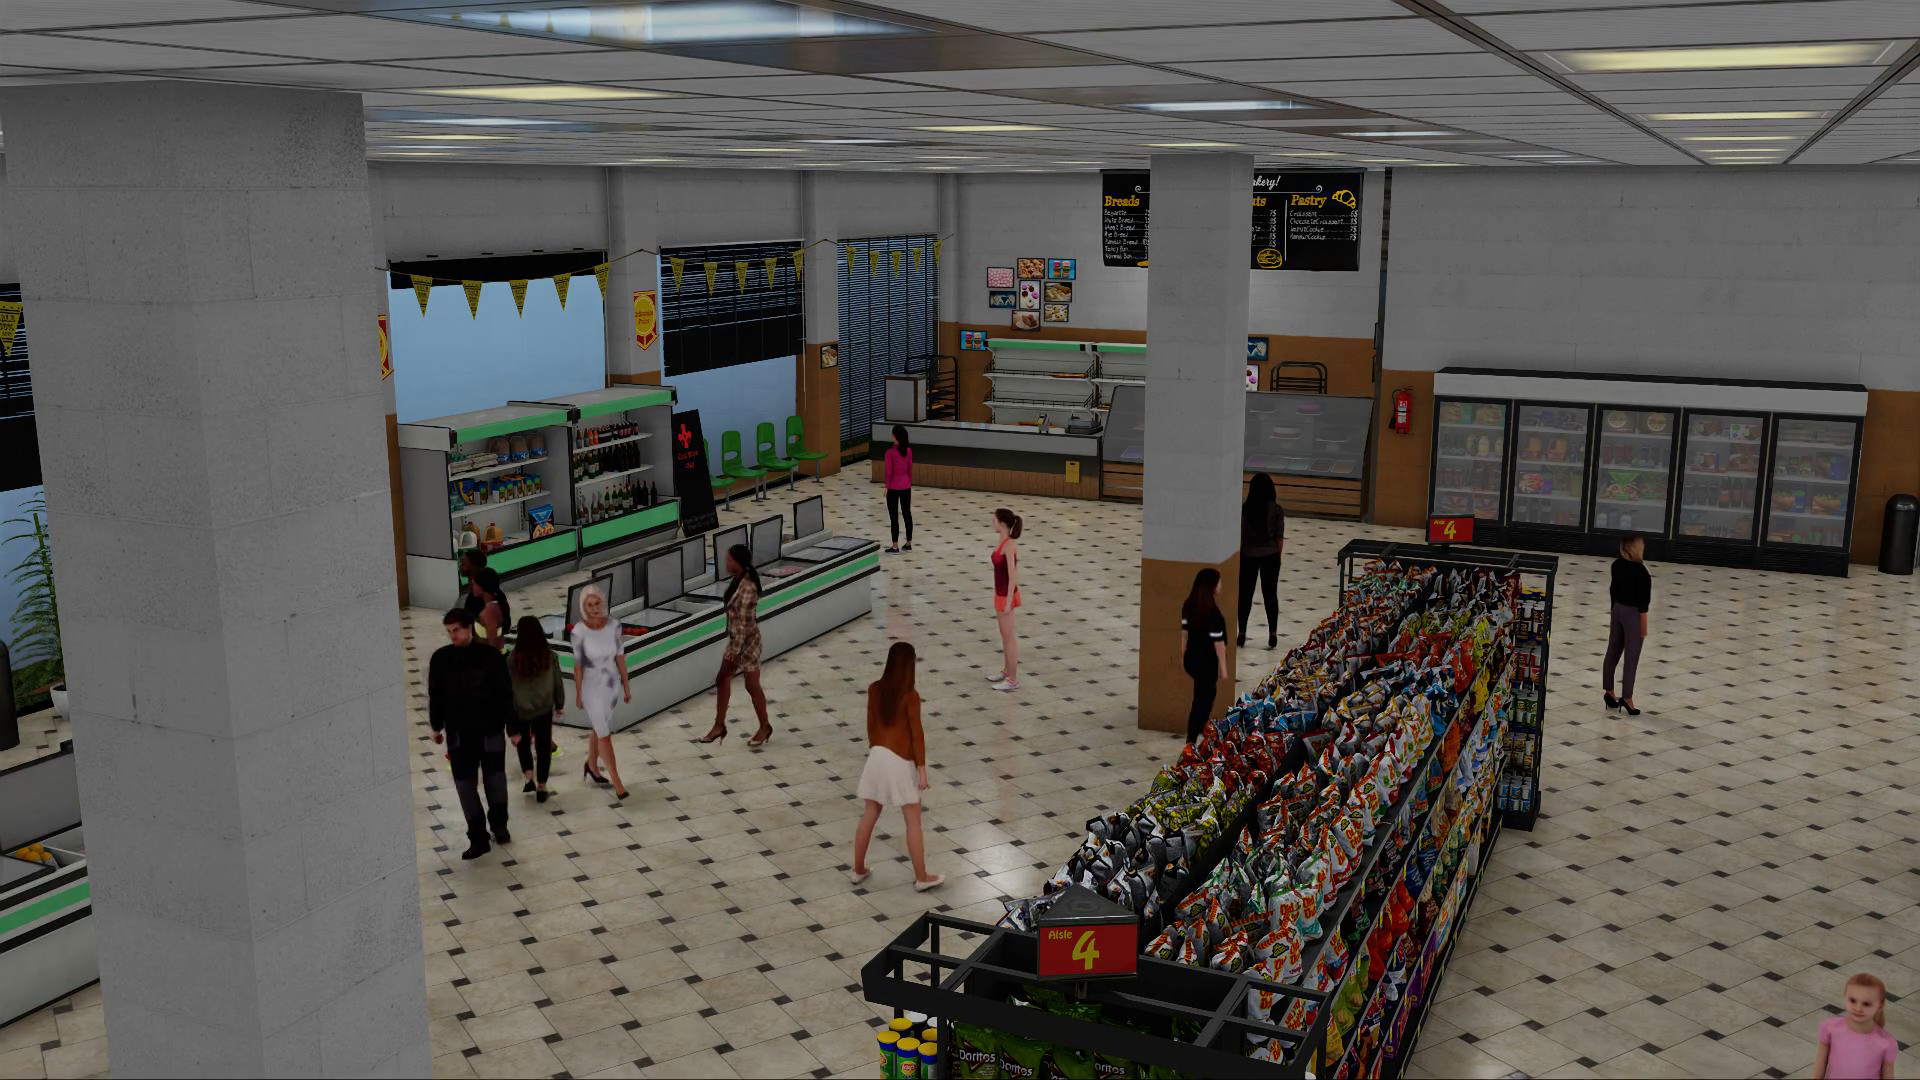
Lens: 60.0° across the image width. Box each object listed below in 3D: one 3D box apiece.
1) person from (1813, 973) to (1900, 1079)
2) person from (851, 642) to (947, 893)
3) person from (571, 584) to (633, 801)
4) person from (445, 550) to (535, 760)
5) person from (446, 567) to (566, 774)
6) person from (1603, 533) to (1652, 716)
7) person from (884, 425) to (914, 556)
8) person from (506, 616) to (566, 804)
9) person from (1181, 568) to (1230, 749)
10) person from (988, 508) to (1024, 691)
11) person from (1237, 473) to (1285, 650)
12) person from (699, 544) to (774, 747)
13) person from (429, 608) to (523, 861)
[{"bbox_3d":[4.029,2.554,7.534,0.507,1.271,0.531,8,14,33],"label":"person"},{"bbox_3d":[-0.434,1.543,11.291,0.780,1.699,0.695,8,14,32],"label":"person"},{"bbox_3d":[-2.862,1.171,13.069,0.875,1.695,1.055,9,15,38],"label":"person"},{"bbox_3d":[-3.910,0.961,13.837,1.022,1.789,1.065,-1,12,-6],"label":"person"},{"bbox_3d":[-3.621,1.088,13.432,0.979,1.708,1.173,0,12,0],"label":"person"},{"bbox_3d":[6.062,0.749,15.133,0.736,1.671,0.671,-4,12,-18],"label":"person"},{"bbox_3d":[-0.793,-0.667,21.789,0.644,1.699,0.737,-9,15,-37],"label":"person"},{"bbox_3d":[-3.298,1.331,12.861,0.704,1.467,0.751,-3,12,-15],"label":"person"},{"bbox_3d":[1.953,1.042,13.852,0.767,1.626,0.725,-7,14,-29],"label":"person"},{"bbox_3d":[0.445,0.547,15.899,0.715,1.750,0.613,-1,12,-4],"label":"person"},{"bbox_3d":[3.107,0.219,17.246,0.712,1.838,0.700,1,12,7],"label":"person"},{"bbox_3d":[-1.751,0.909,14.127,0.959,1.772,0.890,-5,13,-21],"label":"person"},{"bbox_3d":[-3.482,1.349,11.985,1.067,1.795,1.148,-2,12,-9],"label":"person"}]
